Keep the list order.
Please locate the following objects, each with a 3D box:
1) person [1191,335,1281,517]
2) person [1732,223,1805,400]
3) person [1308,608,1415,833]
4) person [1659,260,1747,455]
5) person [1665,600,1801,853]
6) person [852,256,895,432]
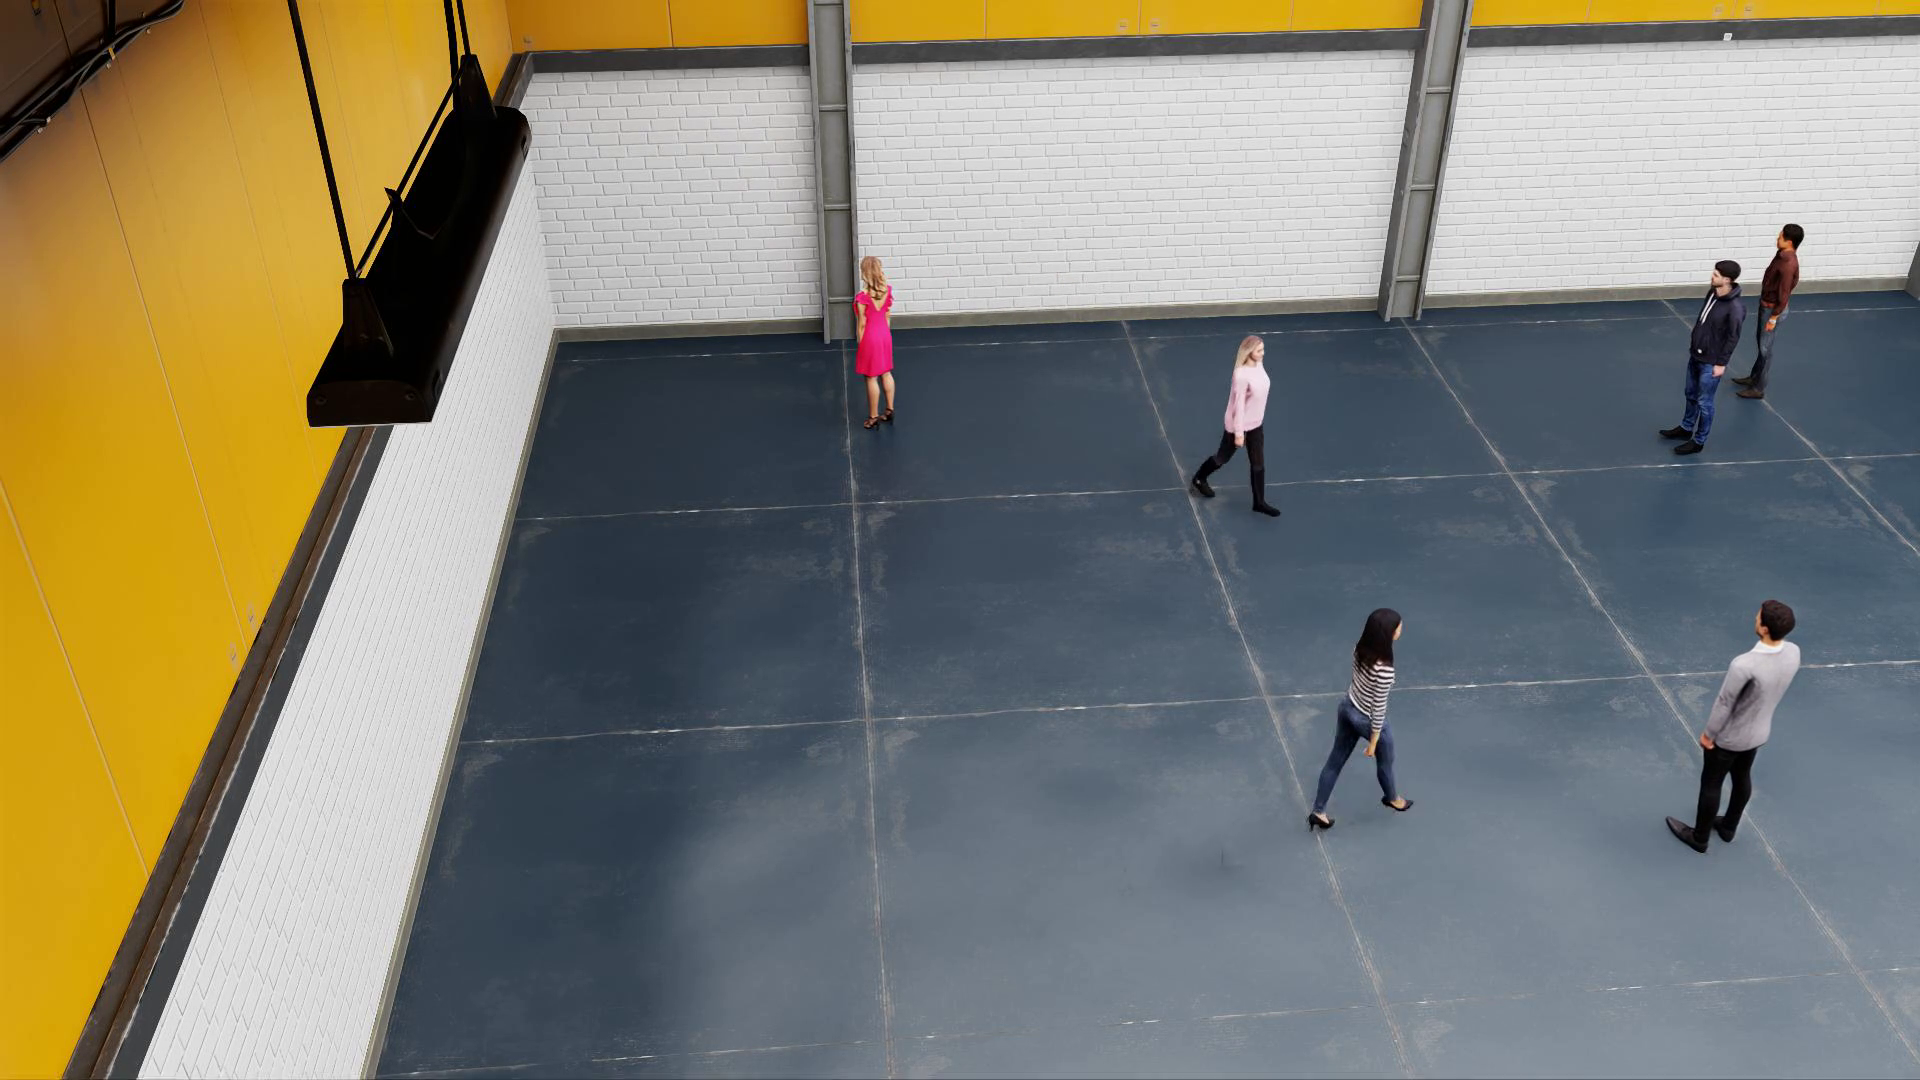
[{"bbox_3d":[2.350,-1.013,14.331,1.158,1.652,1.085,24,40,31],"label":"person"},{"bbox_3d":[7.832,-2.206,16.013,0.643,1.777,0.712,9,35,13],"label":"person"},{"bbox_3d":[2.546,1.224,10.871,1.077,1.758,0.776,-12,35,-17],"label":"person"},{"bbox_3d":[6.822,-1.675,15.112,0.548,1.890,0.671,-3,34,-5],"label":"person"},{"bbox_3d":[5.047,1.217,10.734,0.712,1.921,0.869,-16,37,-23],"label":"person"},{"bbox_3d":[-0.784,-1.831,15.500,0.729,1.721,0.660,28,42,35],"label":"person"}]
